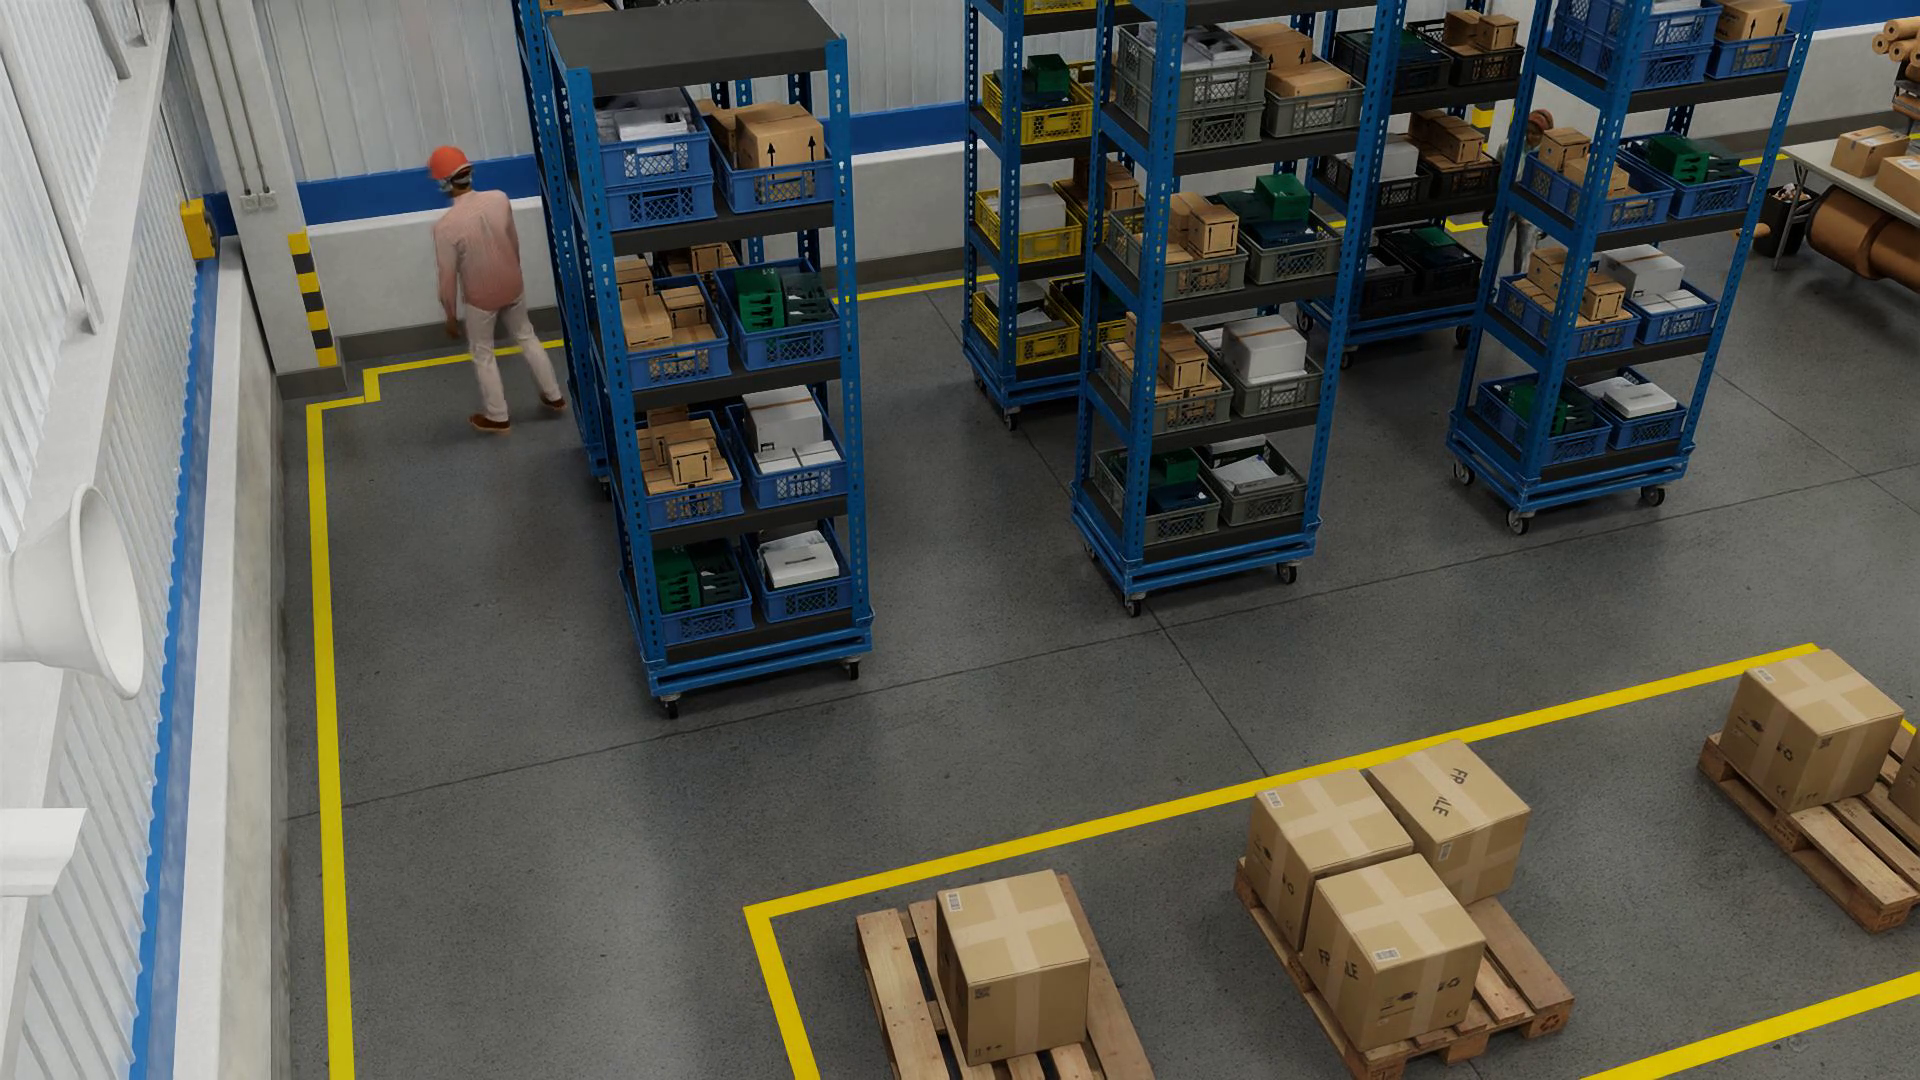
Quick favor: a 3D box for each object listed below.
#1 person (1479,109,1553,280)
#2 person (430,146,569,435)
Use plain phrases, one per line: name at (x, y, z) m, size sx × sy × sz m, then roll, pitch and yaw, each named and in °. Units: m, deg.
person at (4.104, -2.384, 12.232) m, size 0.514 × 1.640 × 0.307 m, roll 17°, pitch 39°, yaw 22°
person at (-3.048, -1.610, 10.855) m, size 0.574 × 1.966 × 0.750 m, roll 23°, pitch 41°, yaw 29°
